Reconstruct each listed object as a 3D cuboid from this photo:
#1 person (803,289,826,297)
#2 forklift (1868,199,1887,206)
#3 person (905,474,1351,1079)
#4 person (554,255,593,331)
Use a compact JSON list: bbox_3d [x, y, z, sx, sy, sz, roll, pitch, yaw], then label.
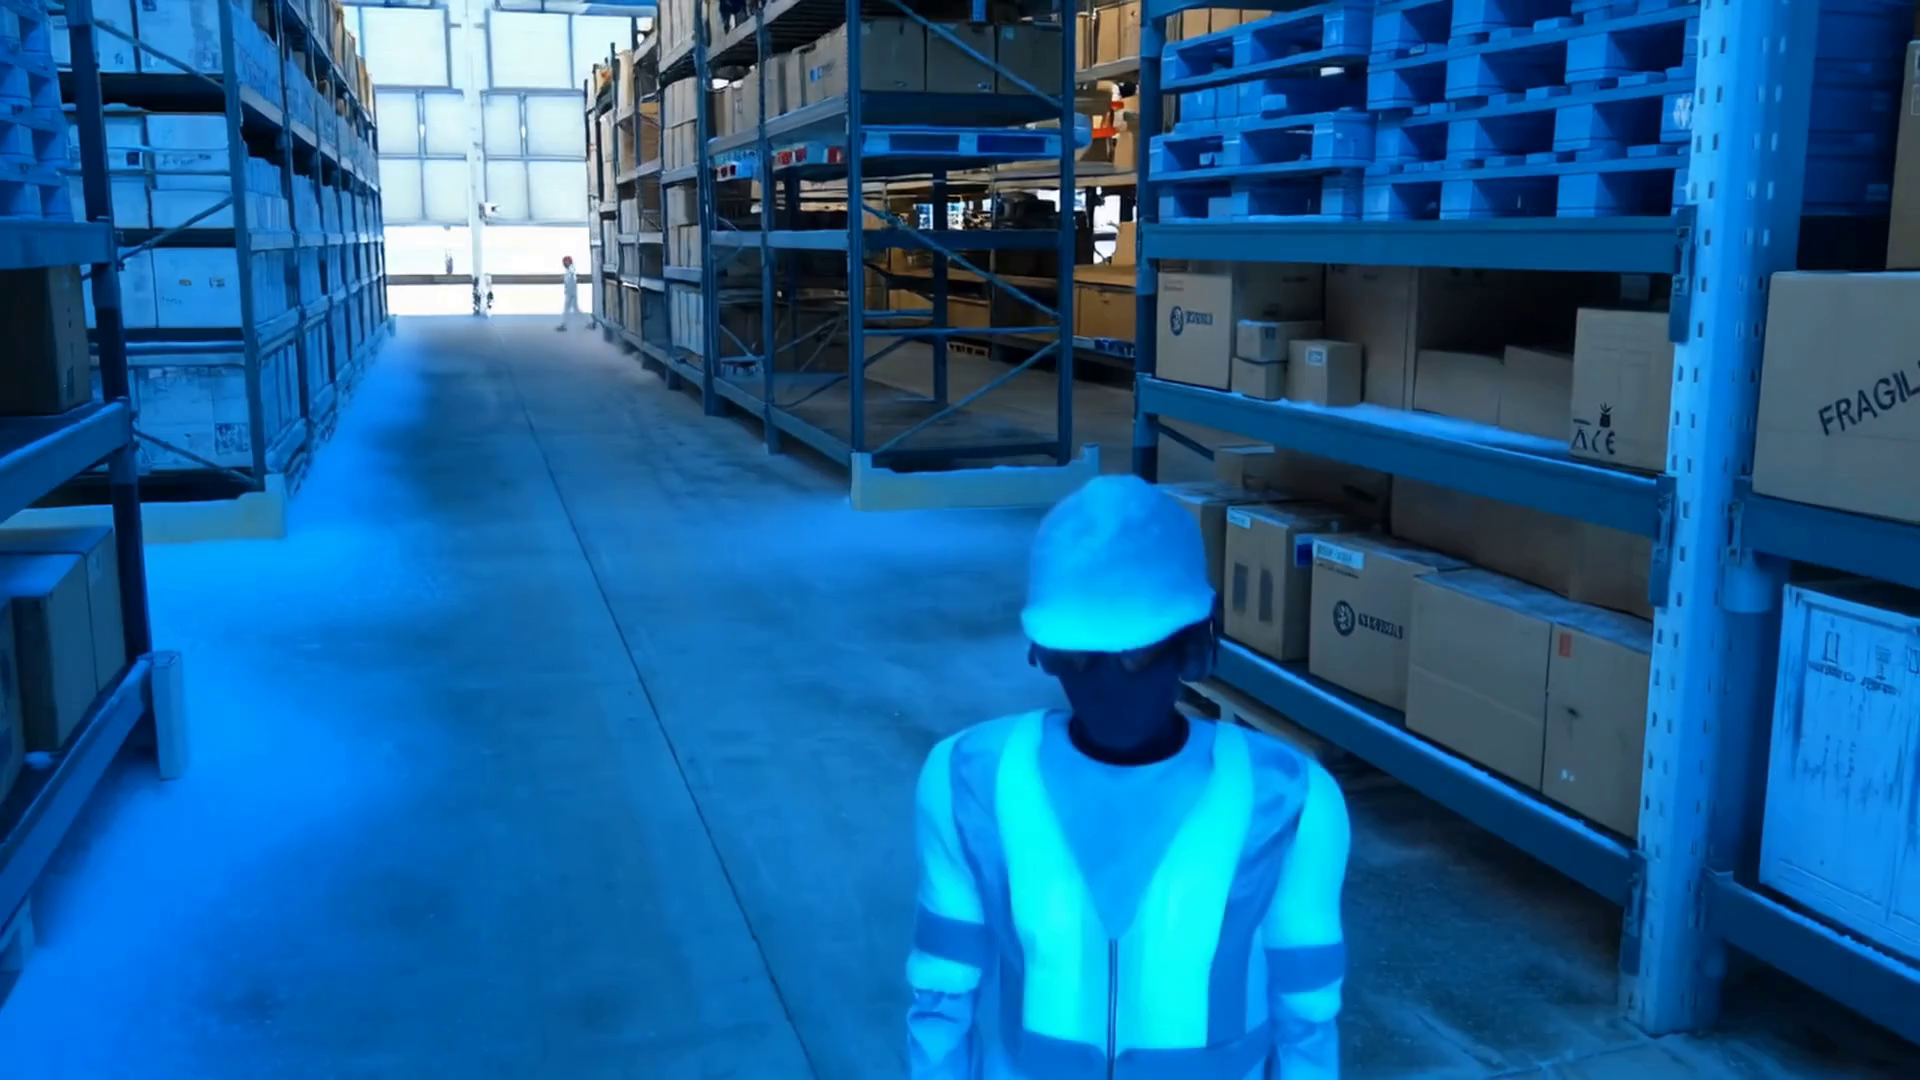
[{"bbox_3d":[-2.925,-4.679,33.559,0.429,1.846,0.633,6,12,31],"label":"person"},{"bbox_3d":[11.338,-2.915,21.052,1.129,2.768,1.873,-3,11,-17],"label":"forklift"},{"bbox_3d":[0.219,0.917,2.341,0.614,2.041,0.393,2,11,11],"label":"person"},{"bbox_3d":[-9.633,-6.151,41.474,0.959,1.917,0.619,-2,11,-12],"label":"person"}]
